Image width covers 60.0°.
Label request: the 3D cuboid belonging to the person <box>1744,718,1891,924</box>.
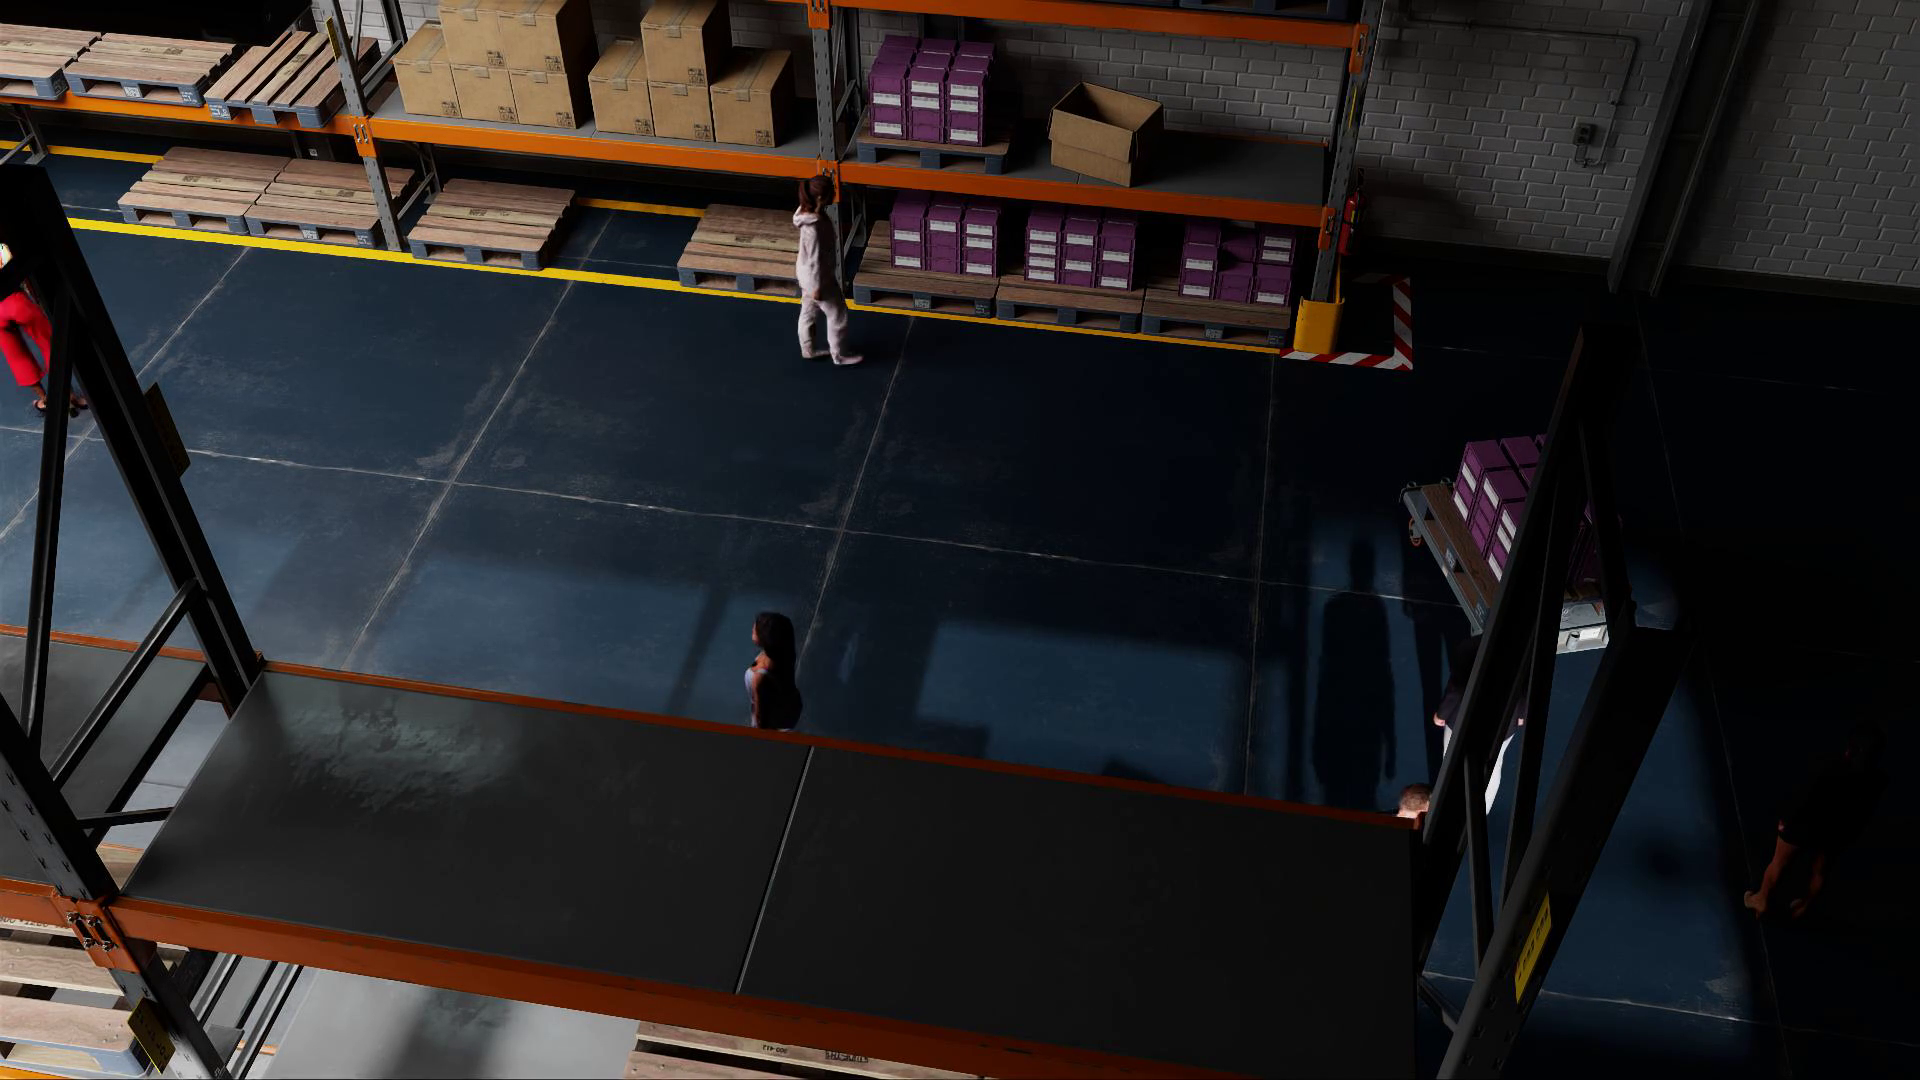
[{"bbox_3d":[4.733,1.577,9.158,0.565,1.639,0.637,11,45,11],"label":"person"}]

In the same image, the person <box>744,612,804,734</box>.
[{"bbox_3d":[-0.996,1.059,9.673,1.000,1.679,0.715,17,46,17],"label":"person"}]

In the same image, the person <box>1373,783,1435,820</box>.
[{"bbox_3d":[2.204,1.805,8.802,0.714,1.800,0.846,-4,44,-4],"label":"person"}]

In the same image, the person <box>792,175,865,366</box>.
[{"bbox_3d":[-1.194,-2.072,12.964,0.858,1.674,0.796,-9,44,-10],"label":"person"}]

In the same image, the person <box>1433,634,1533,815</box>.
[{"bbox_3d":[3.023,0.988,9.544,0.600,1.959,0.808,-1,44,-1],"label":"person"}]

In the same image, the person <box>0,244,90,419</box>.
[{"bbox_3d":[-7.122,-1.657,12.459,0.765,1.768,0.853,-31,52,-28],"label":"person"}]
